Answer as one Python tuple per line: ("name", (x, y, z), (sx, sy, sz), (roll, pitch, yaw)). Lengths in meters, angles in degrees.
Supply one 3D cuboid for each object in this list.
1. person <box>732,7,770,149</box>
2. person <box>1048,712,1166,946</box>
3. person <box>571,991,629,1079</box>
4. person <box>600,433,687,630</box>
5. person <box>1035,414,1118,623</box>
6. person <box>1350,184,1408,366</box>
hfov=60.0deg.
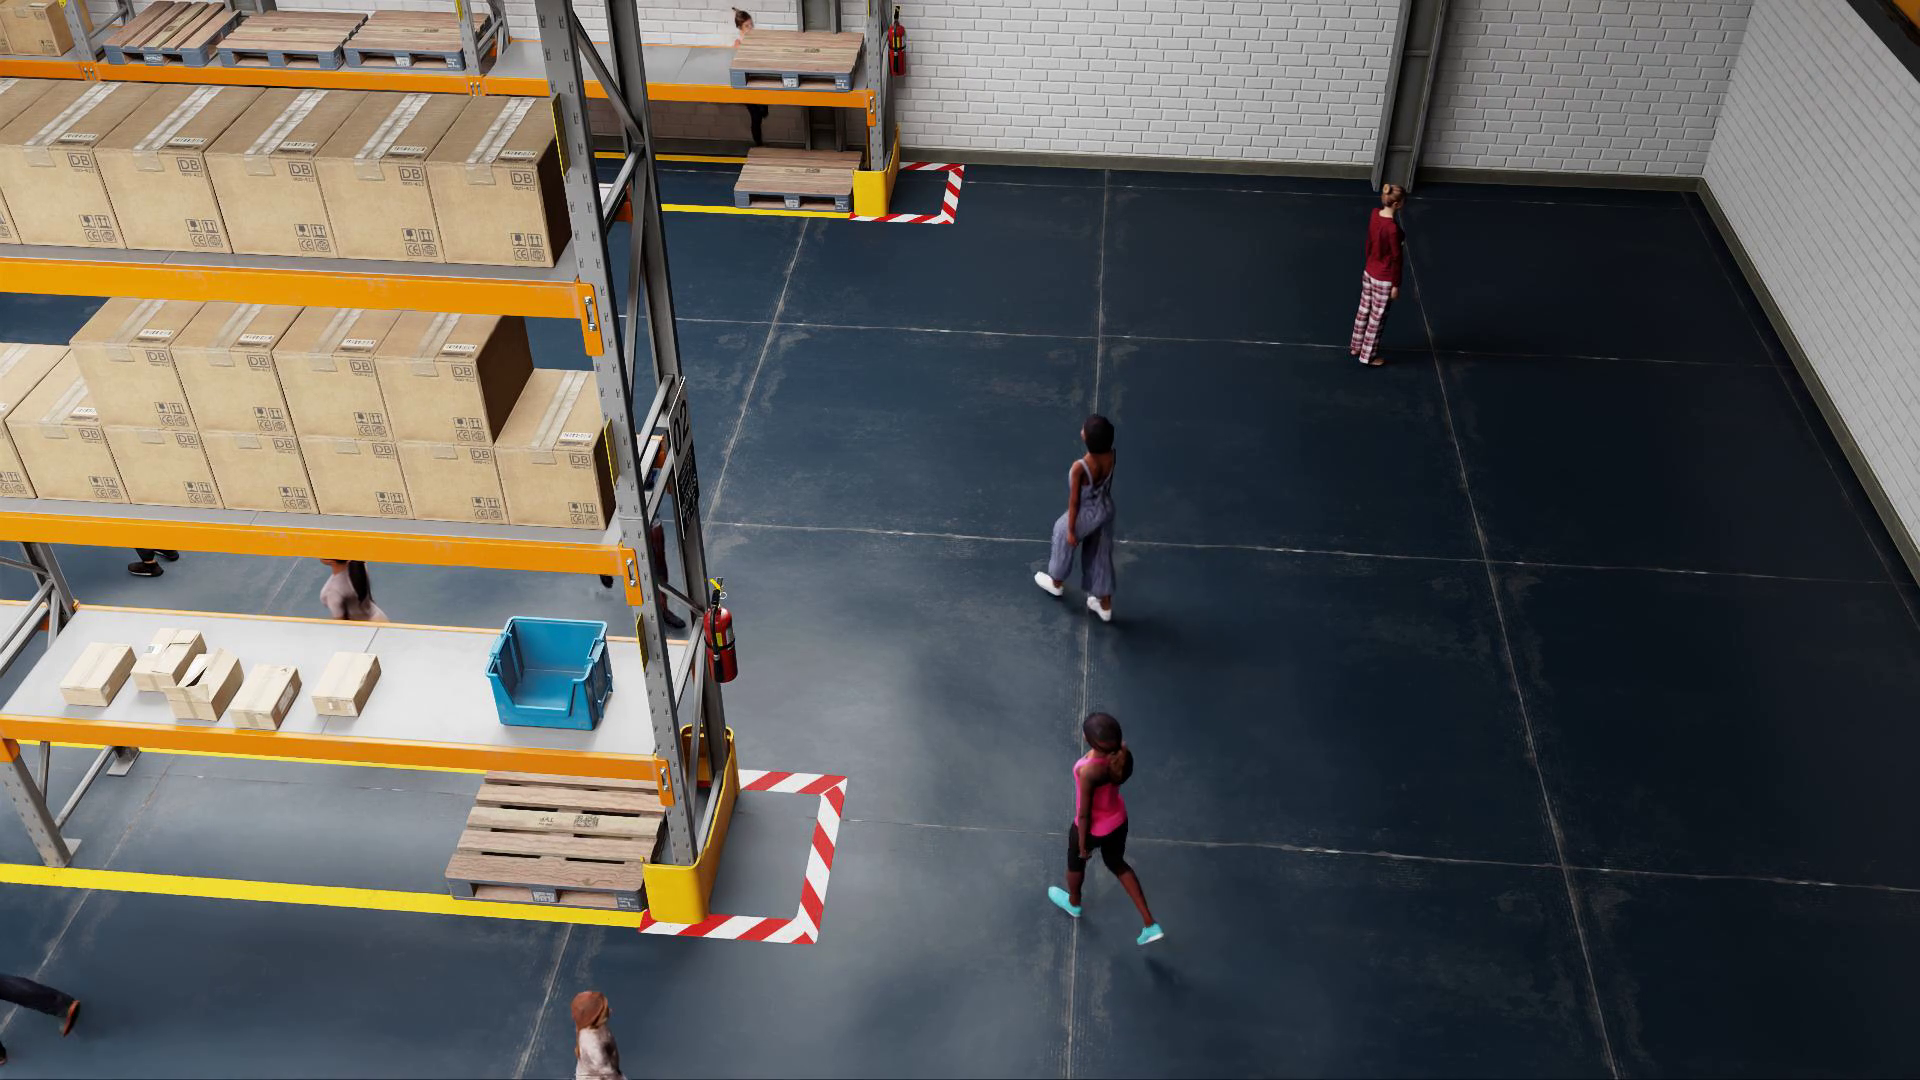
("person", (-2.275, -4.817, 17.553), (0.910, 1.632, 0.747), (17, 42, 20))
("person", (0.865, 1.656, 9.392), (0.987, 1.700, 1.058), (-29, 47, -31))
("person", (-1.901, 2.725, 8.481), (0.855, 1.168, 0.634), (-8, 39, -10))
("person", (-2.331, -0.146, 11.635), (1.095, 1.718, 0.993), (31, 48, 33))
("person", (0.965, -0.106, 11.620), (0.926, 1.674, 0.957), (-24, 44, -27))
("person", (3.634, -2.306, 14.355), (0.652, 1.699, 0.688), (-12, 40, -15))
